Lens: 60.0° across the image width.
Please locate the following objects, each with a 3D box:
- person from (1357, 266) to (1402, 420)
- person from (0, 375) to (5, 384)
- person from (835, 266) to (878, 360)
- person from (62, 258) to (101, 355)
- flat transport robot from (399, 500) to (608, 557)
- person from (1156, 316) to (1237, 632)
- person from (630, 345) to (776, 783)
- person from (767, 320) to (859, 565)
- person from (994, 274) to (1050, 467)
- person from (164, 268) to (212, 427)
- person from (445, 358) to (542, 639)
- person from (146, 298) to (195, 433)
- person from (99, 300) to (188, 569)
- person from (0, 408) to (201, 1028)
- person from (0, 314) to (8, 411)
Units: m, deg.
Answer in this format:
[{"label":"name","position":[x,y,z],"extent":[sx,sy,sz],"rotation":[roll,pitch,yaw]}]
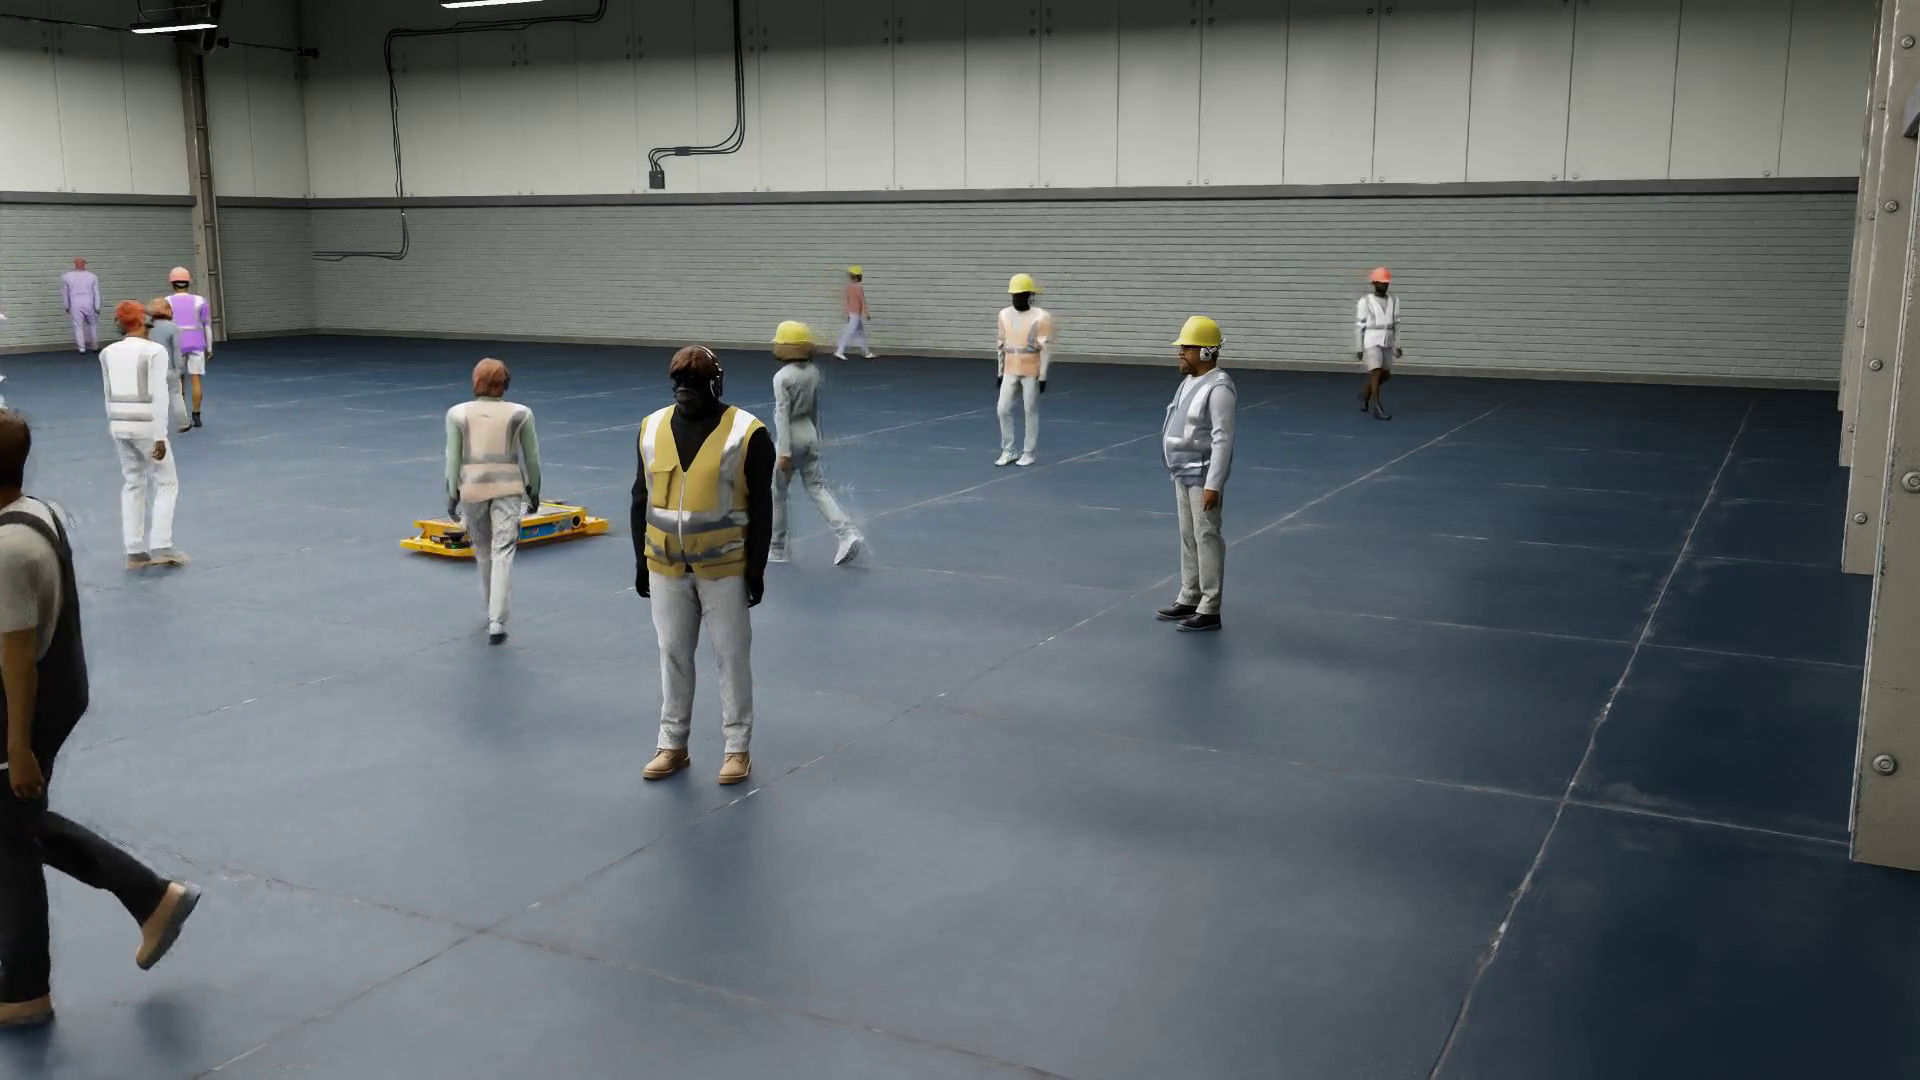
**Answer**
[{"label":"person","position":[5.230,-2.480,20.926],"extent":[0.563,1.919,0.771],"rotation":[-3,11,-17]},{"label":"person","position":[-14.527,-3.078,24.255],"extent":[0.914,1.894,0.590],"rotation":[-8,13,-36]},{"label":"person","position":[-1.941,-4.183,30.716],"extent":[0.897,1.728,0.522],"rotation":[-5,11,-23]},{"label":"person","position":[-16.984,-4.519,32.209],"extent":[0.646,1.853,1.010],"rotation":[-5,11,-24]},{"label":"flat transport robot","position":[-3.389,-0.100,12.421],"extent":[0.652,0.197,1.431],"rotation":[7,13,34]},{"label":"person","position":[1.382,-0.385,9.714],"extent":[0.403,1.833,0.586],"rotation":[-2,11,-13]},{"label":"person","position":[-1.093,0.108,7.003],"extent":[0.627,1.844,0.429],"rotation":[2,11,12]},{"label":"person","position":[-1.091,-0.669,11.552],"extent":[0.795,1.714,0.487],"rotation":[7,12,33]},{"label":"person","position":[0.571,-1.660,16.438],"extent":[0.612,1.908,0.650],"rotation":[6,12,29]},{"label":"person","position":[-9.376,-2.338,20.173],"extent":[0.561,1.892,0.930],"rotation":[-5,11,-24]},{"label":"person","position":[-2.699,-0.252,9.649],"extent":[0.524,1.583,0.880],"rotation":[-1,10,-7]},{"label":"person","position":[-9.058,-1.949,18.938],"extent":[0.505,1.576,0.886],"rotation":[-1,10,-5]},{"label":"person","position":[-5.714,-0.732,11.549],"extent":[0.599,1.848,0.480],"rotation":[3,11,16]},{"label":"person","position":[-2.655,0.513,4.815],"extent":[0.613,1.833,0.524],"rotation":[-4,11,-19]},{"label":"person","position":[-6.082,-0.542,10.197],"extent":[0.602,1.973,0.621],"rotation":[-6,12,-29]}]
